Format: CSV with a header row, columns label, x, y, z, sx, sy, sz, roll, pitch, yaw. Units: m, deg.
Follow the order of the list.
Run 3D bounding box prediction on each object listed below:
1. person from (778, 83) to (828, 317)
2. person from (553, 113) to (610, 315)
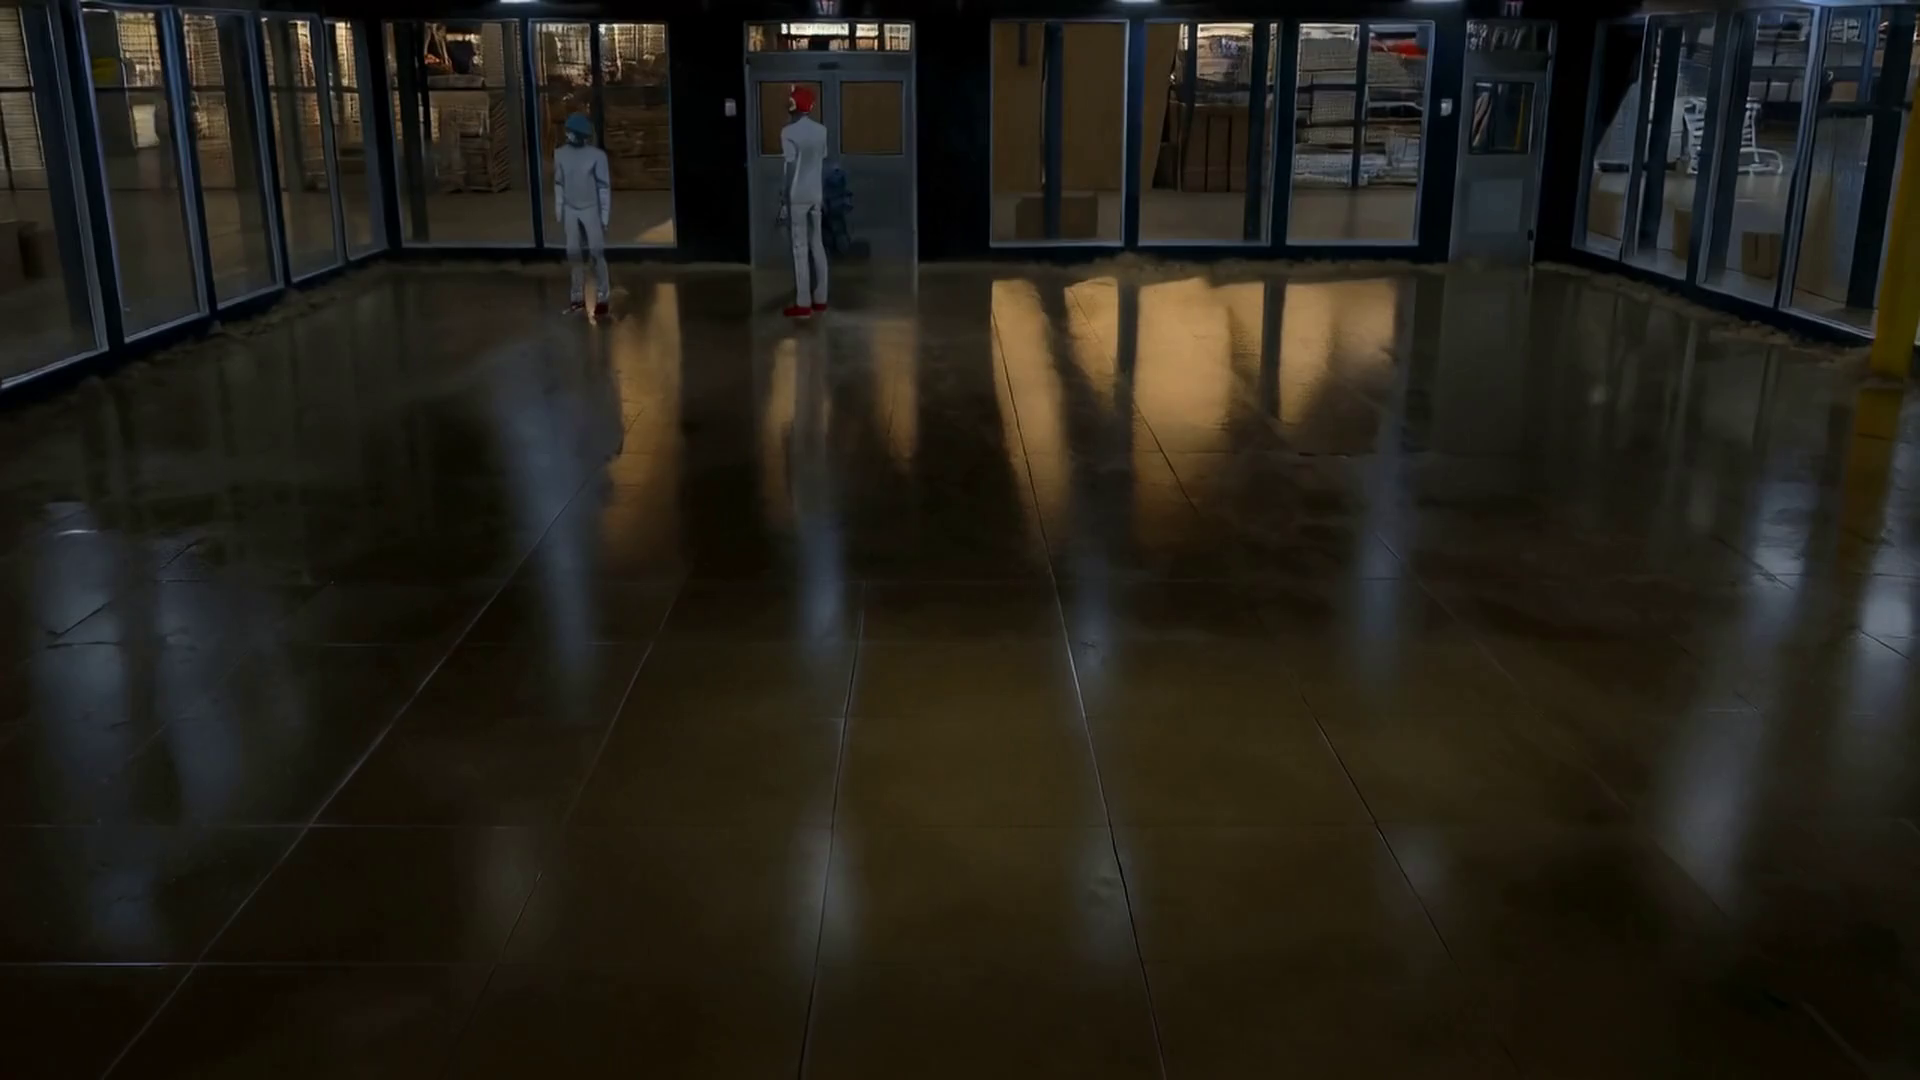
label,x,y,z,sx,sy,sz,roll,pitch,yaw
person,-1.282,-2.759,13.560,0.328,1.872,0.509,12,20,36
person,-3.098,-2.662,13.637,0.507,1.631,0.265,5,17,18
